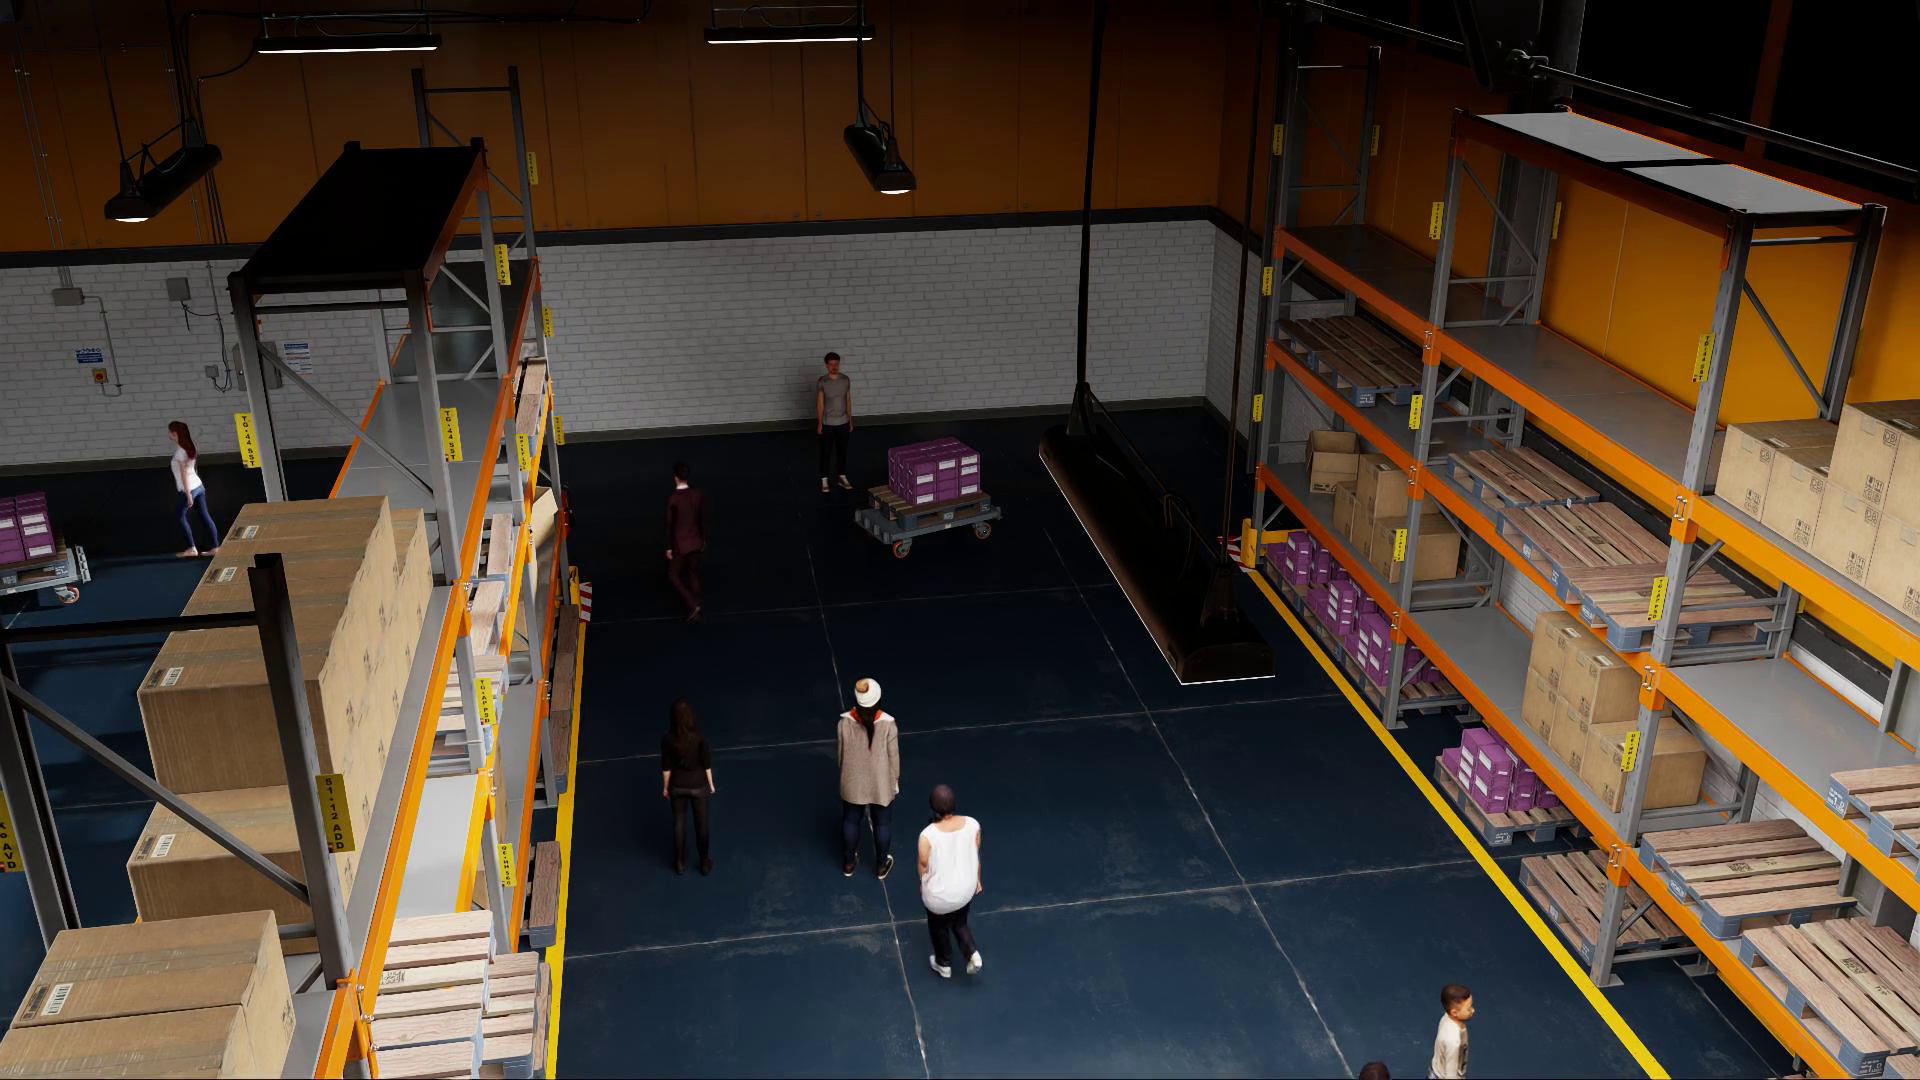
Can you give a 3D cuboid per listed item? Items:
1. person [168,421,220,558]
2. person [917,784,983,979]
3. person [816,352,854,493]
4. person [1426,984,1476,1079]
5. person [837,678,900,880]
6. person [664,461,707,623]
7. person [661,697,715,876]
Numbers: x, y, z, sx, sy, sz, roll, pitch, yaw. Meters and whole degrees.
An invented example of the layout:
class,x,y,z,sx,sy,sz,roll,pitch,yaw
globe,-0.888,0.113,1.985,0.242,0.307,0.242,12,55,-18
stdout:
class,x,y,z,sx,sy,sz,roll,pitch,yaw
person,-9.089,-0.578,19.866,0.772,1.719,0.759,2,24,5
person,-0.076,2.633,12.575,0.773,1.675,0.850,-11,26,-24
person,-1.655,-1.571,21.919,0.680,1.895,0.606,-9,25,-19
person,3.160,3.509,10.836,0.684,1.463,0.556,6,24,12
person,-0.782,1.966,13.832,0.773,1.891,0.769,3,24,7
person,-2.969,0.057,18.244,0.887,1.855,0.969,-18,29,-35
person,-2.262,2.070,13.904,0.614,1.642,0.548,0,24,-1
